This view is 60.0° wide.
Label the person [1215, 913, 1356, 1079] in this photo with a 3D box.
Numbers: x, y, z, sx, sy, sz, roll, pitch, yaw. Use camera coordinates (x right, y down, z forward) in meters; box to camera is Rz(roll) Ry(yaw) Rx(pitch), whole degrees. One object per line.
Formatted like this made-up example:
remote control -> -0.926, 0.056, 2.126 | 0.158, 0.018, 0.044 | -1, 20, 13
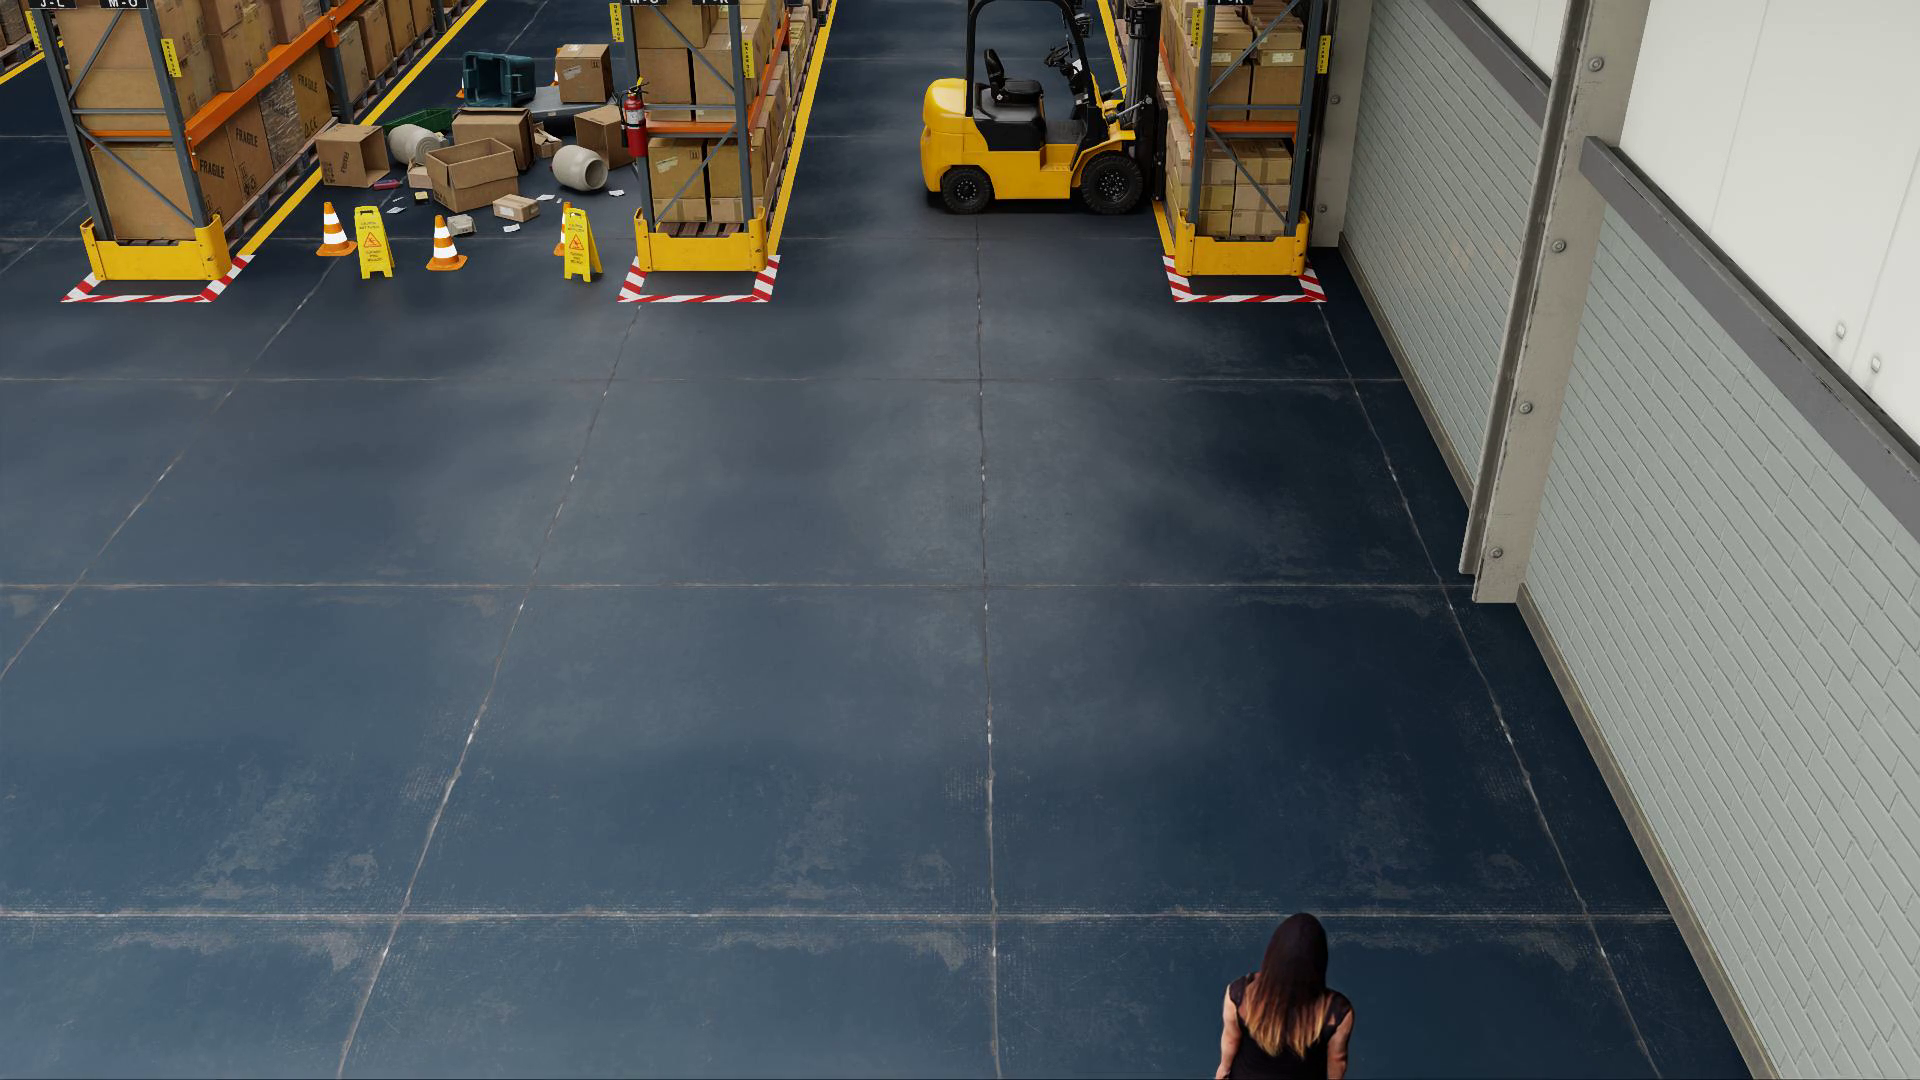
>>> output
person -> 1.234, 2.120, 6.434 | 0.695, 1.718, 0.663 | 7, 33, 10
